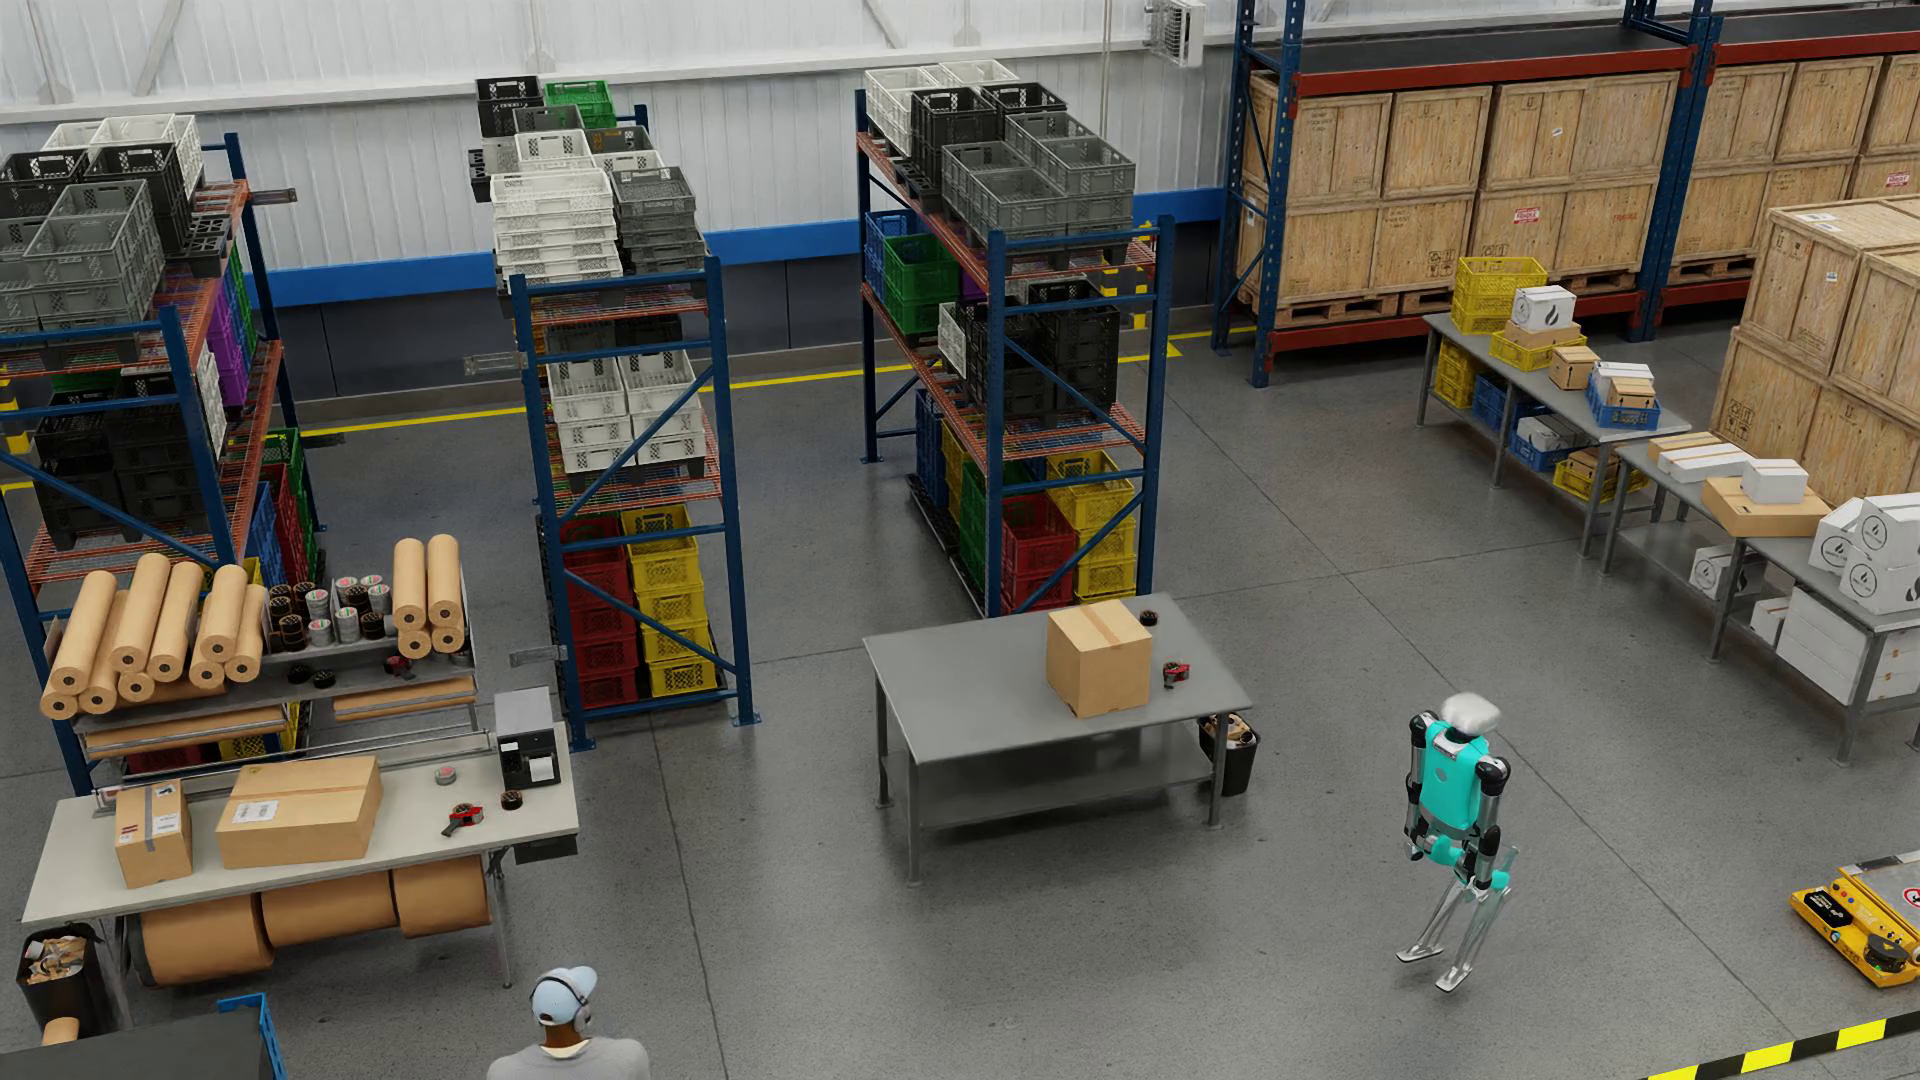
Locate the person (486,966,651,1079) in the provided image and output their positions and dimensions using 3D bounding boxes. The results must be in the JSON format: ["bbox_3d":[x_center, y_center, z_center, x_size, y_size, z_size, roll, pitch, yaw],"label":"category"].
[{"bbox_3d":[-1.415,2.337,6.266,0.596,1.849,0.385,-6,29,-12],"label":"person"}]

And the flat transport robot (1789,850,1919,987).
[{"bbox_3d":[5.163,1.916,8.676,1.431,0.231,0.659,-8,30,-14],"label":"flat transport robot"}]

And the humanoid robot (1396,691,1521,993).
[{"bbox_3d":[2.470,1.398,7.958,0.735,1.673,0.533,-17,33,-28],"label":"humanoid robot"}]
